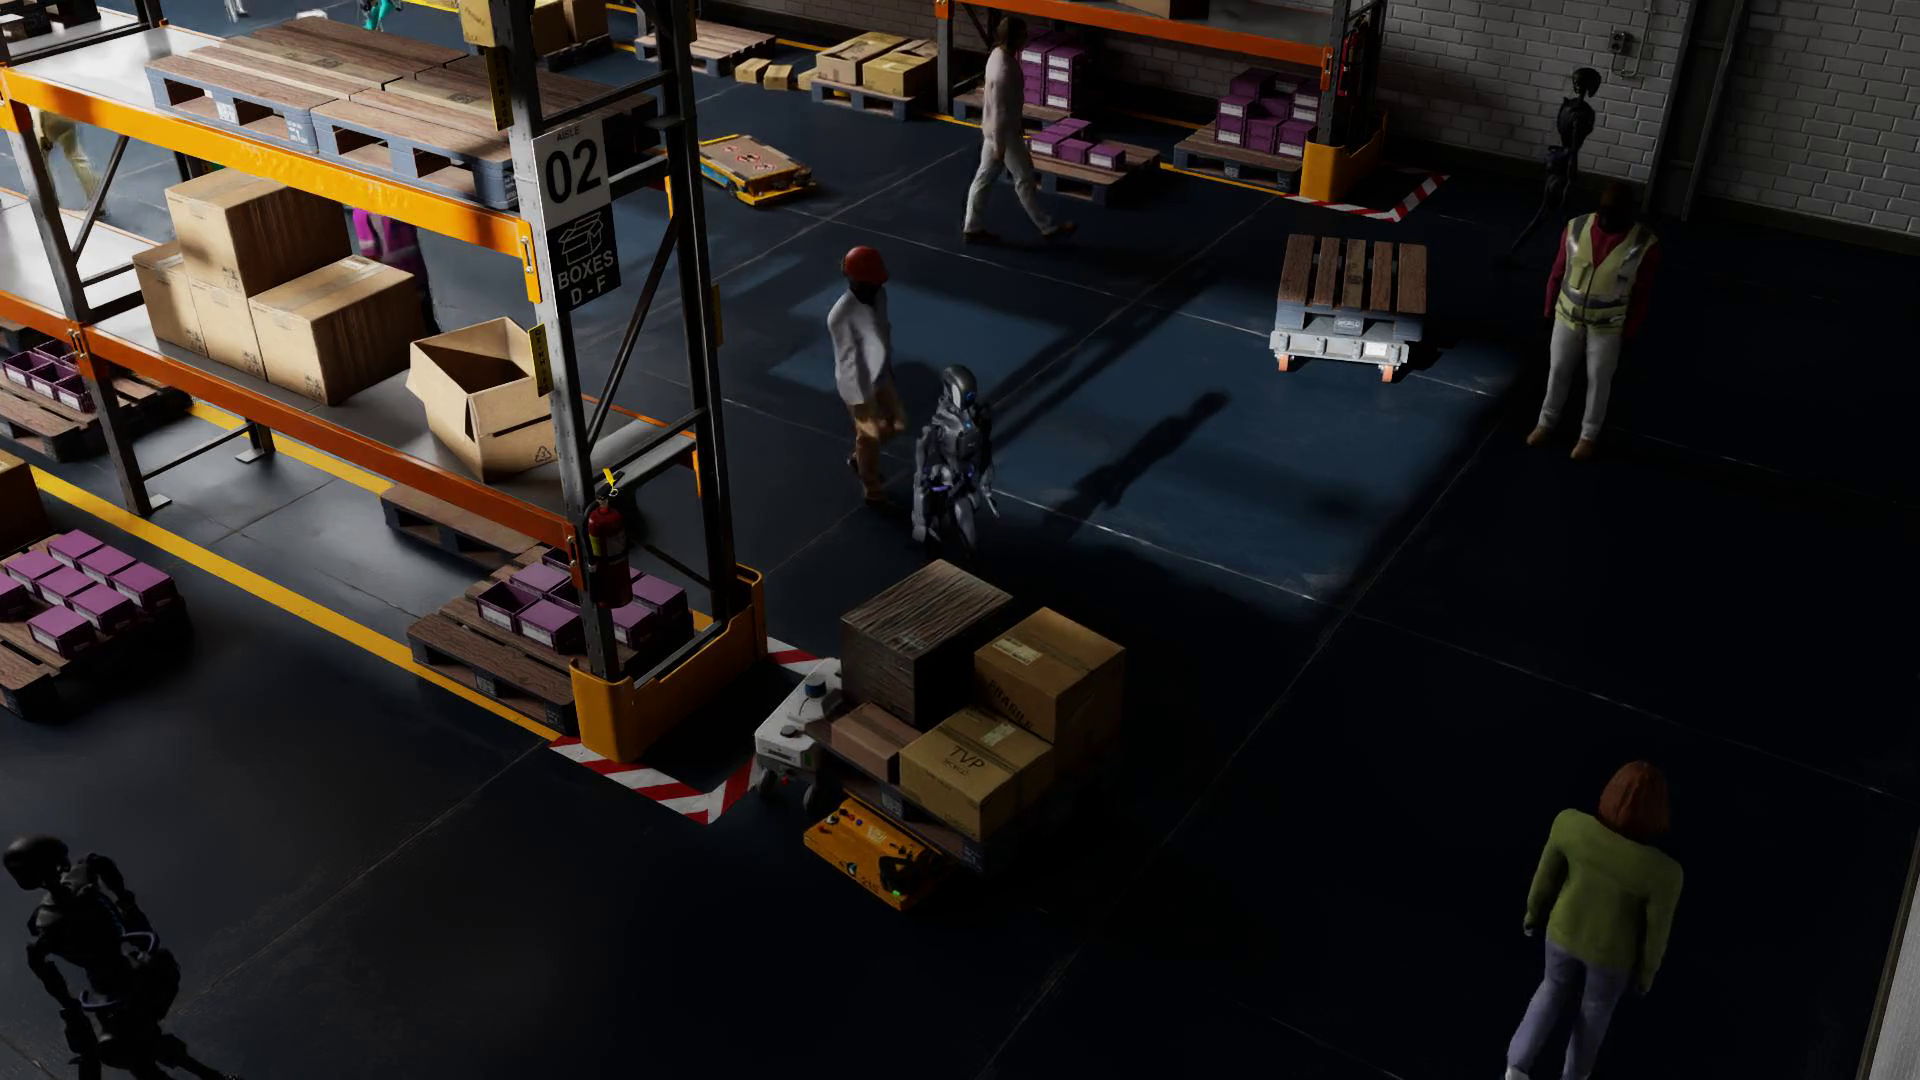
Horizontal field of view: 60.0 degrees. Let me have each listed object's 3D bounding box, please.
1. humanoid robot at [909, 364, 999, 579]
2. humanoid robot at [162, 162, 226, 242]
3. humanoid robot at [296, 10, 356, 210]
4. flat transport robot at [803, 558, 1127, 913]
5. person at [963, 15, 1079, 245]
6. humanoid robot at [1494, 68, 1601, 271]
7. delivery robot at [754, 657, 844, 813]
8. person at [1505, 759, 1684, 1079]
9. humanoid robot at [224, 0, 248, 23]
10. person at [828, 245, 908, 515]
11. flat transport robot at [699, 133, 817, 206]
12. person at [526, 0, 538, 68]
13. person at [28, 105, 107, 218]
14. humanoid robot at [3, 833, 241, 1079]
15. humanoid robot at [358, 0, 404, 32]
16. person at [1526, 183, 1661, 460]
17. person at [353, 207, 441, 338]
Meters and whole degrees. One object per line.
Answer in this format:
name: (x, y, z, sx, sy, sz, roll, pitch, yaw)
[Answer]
humanoid robot: (-0.069, -0.230, 8.946, 0.586, 1.634, 0.403, -29, 43, -36)
humanoid robot: (-5.537, -2.317, 12.095, 0.825, 1.780, 0.530, 2, 33, 4)
humanoid robot: (-5.526, -3.705, 14.278, 0.560, 1.764, 1.058, -24, 40, -32)
flat transport robot: (-0.015, 1.202, 8.026, 0.659, 0.231, 1.431, 27, 42, 35)
person: (0.478, -3.278, 13.424, 0.984, 1.888, 0.653, -2, 33, -3)
humanoid robot: (4.750, -2.888, 13.069, 0.817, 1.617, 0.593, 8, 34, 11)
delivery robot: (-0.696, 0.915, 8.203, 0.499, 0.592, 0.791, 15, 36, 22)
person: (2.345, 1.544, 6.259, 0.517, 1.611, 0.493, 26, 41, 34)
humanoid robot: (-8.463, -6.818, 19.050, 0.784, 1.815, 0.543, 27, 42, 35)
person: (-0.527, -0.963, 10.001, 0.433, 1.735, 0.578, 17, 37, 24)
flat transport robot: (-1.958, -3.380, 15.067, 0.659, 0.231, 1.431, -22, 39, -30)
person: (-3.943, -4.279, 14.909, 0.420, 1.952, 0.489, 5, 33, 8)
person: (-7.697, -3.517, 13.933, 0.710, 1.723, 0.580, 4, 33, 7)
humanoid robot: (-3.031, 1.660, 6.040, 0.365, 1.644, 0.609, 0, 33, 0)
humanoid robot: (-6.059, -5.543, 17.147, 0.765, 1.880, 0.543, 23, 40, 31)
person: (4.021, -1.397, 10.588, 0.636, 1.837, 0.430, 23, 39, 31)
person: (-3.832, -1.775, 11.194, 0.984, 1.802, 0.516, 26, 41, 34)
